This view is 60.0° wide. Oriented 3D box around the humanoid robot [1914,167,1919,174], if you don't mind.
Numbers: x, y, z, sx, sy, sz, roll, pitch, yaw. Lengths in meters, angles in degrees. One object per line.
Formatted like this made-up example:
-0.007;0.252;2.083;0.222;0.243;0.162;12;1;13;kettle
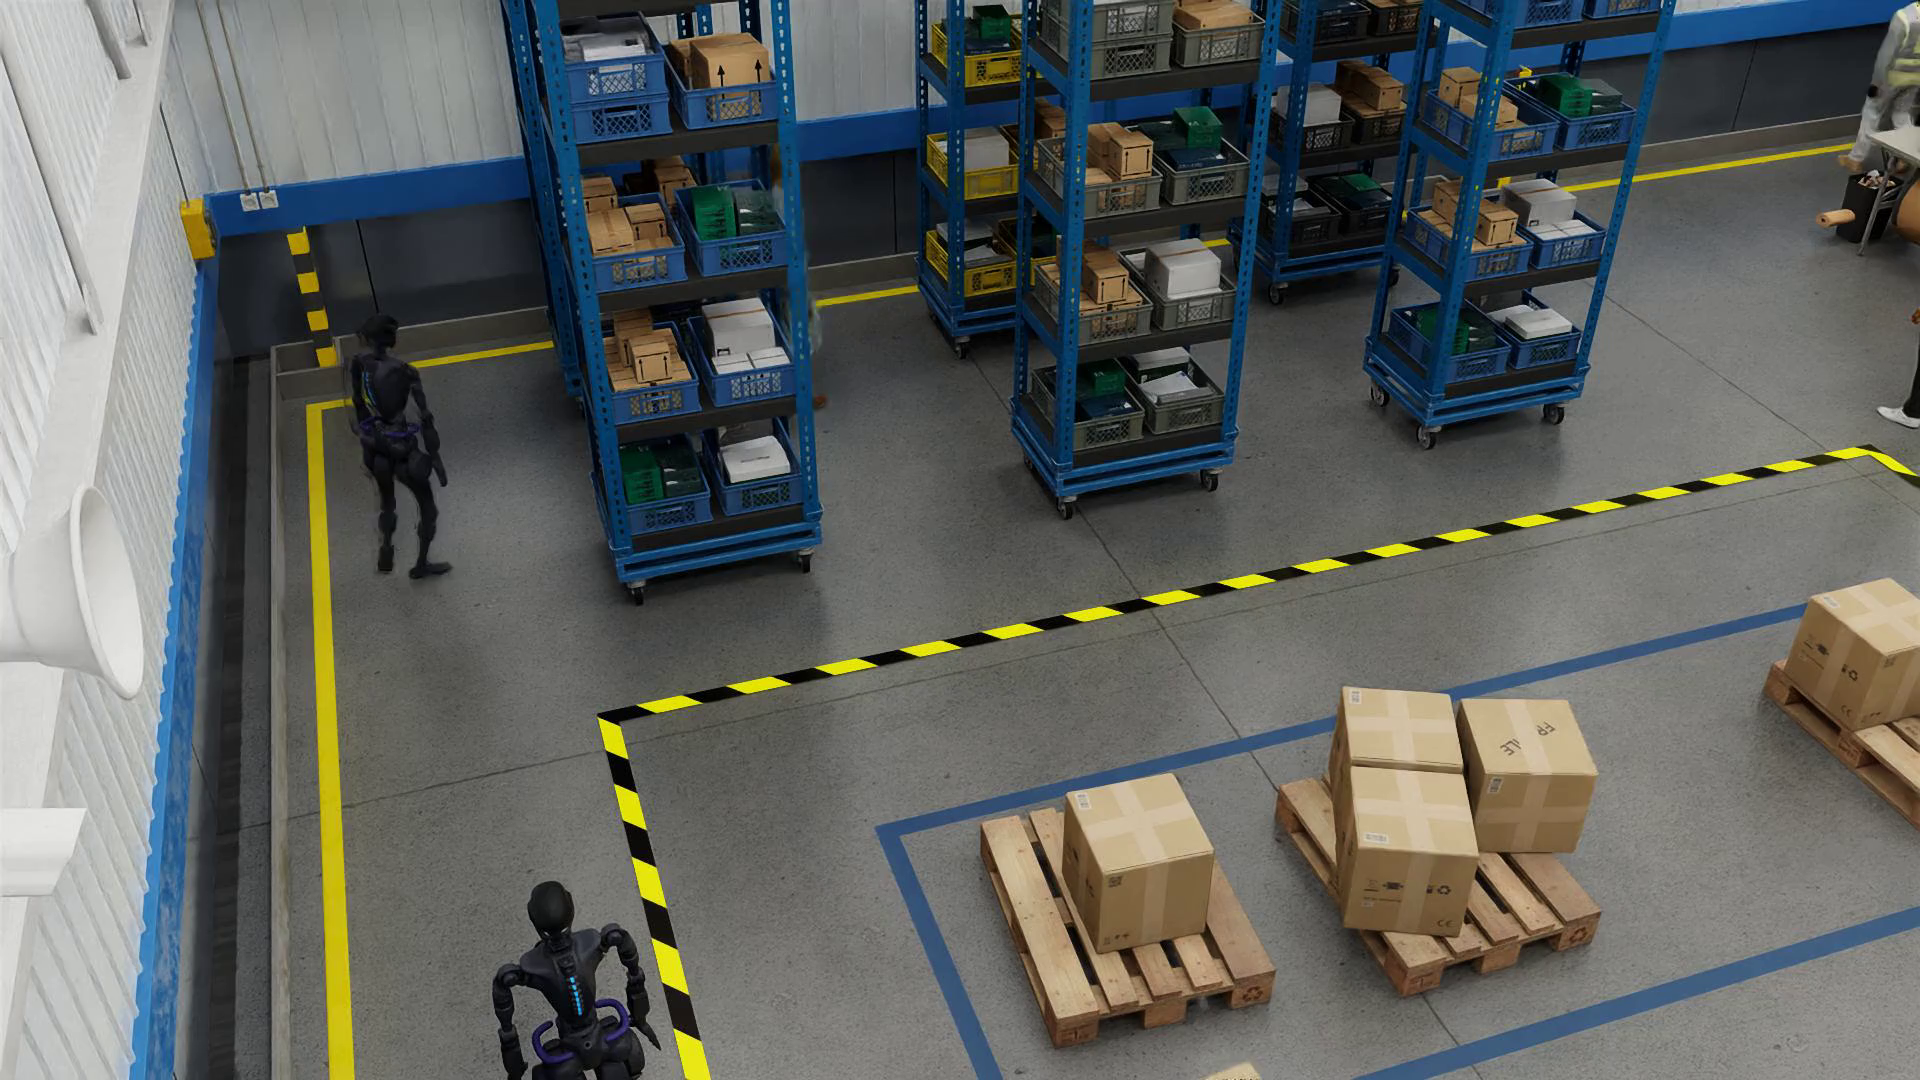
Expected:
8.103;-3.425;13.699;0.360;1.641;0.614;26;43;32;humanoid robot

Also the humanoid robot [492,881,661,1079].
-1.402;1.890;6.140;0.599;1.657;0.315;-18;39;-23;humanoid robot

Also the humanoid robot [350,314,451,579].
-3.257;-0.528;9.580;0.593;1.628;0.378;14;38;19;humanoid robot

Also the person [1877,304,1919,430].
6.538;-1.602;10.954;0.589;1.852;0.401;-12;37;-16;person

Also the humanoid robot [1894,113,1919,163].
8.690;-4.086;14.678;0.639;1.643;0.596;-3;35;-5;humanoid robot

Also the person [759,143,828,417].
-1.219;-1.654;10.982;0.552;1.899;0.706;-17;39;-23;person

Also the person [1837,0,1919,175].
8.167;-4.021;14.401;0.632;1.817;0.620;-7;36;-9;person
